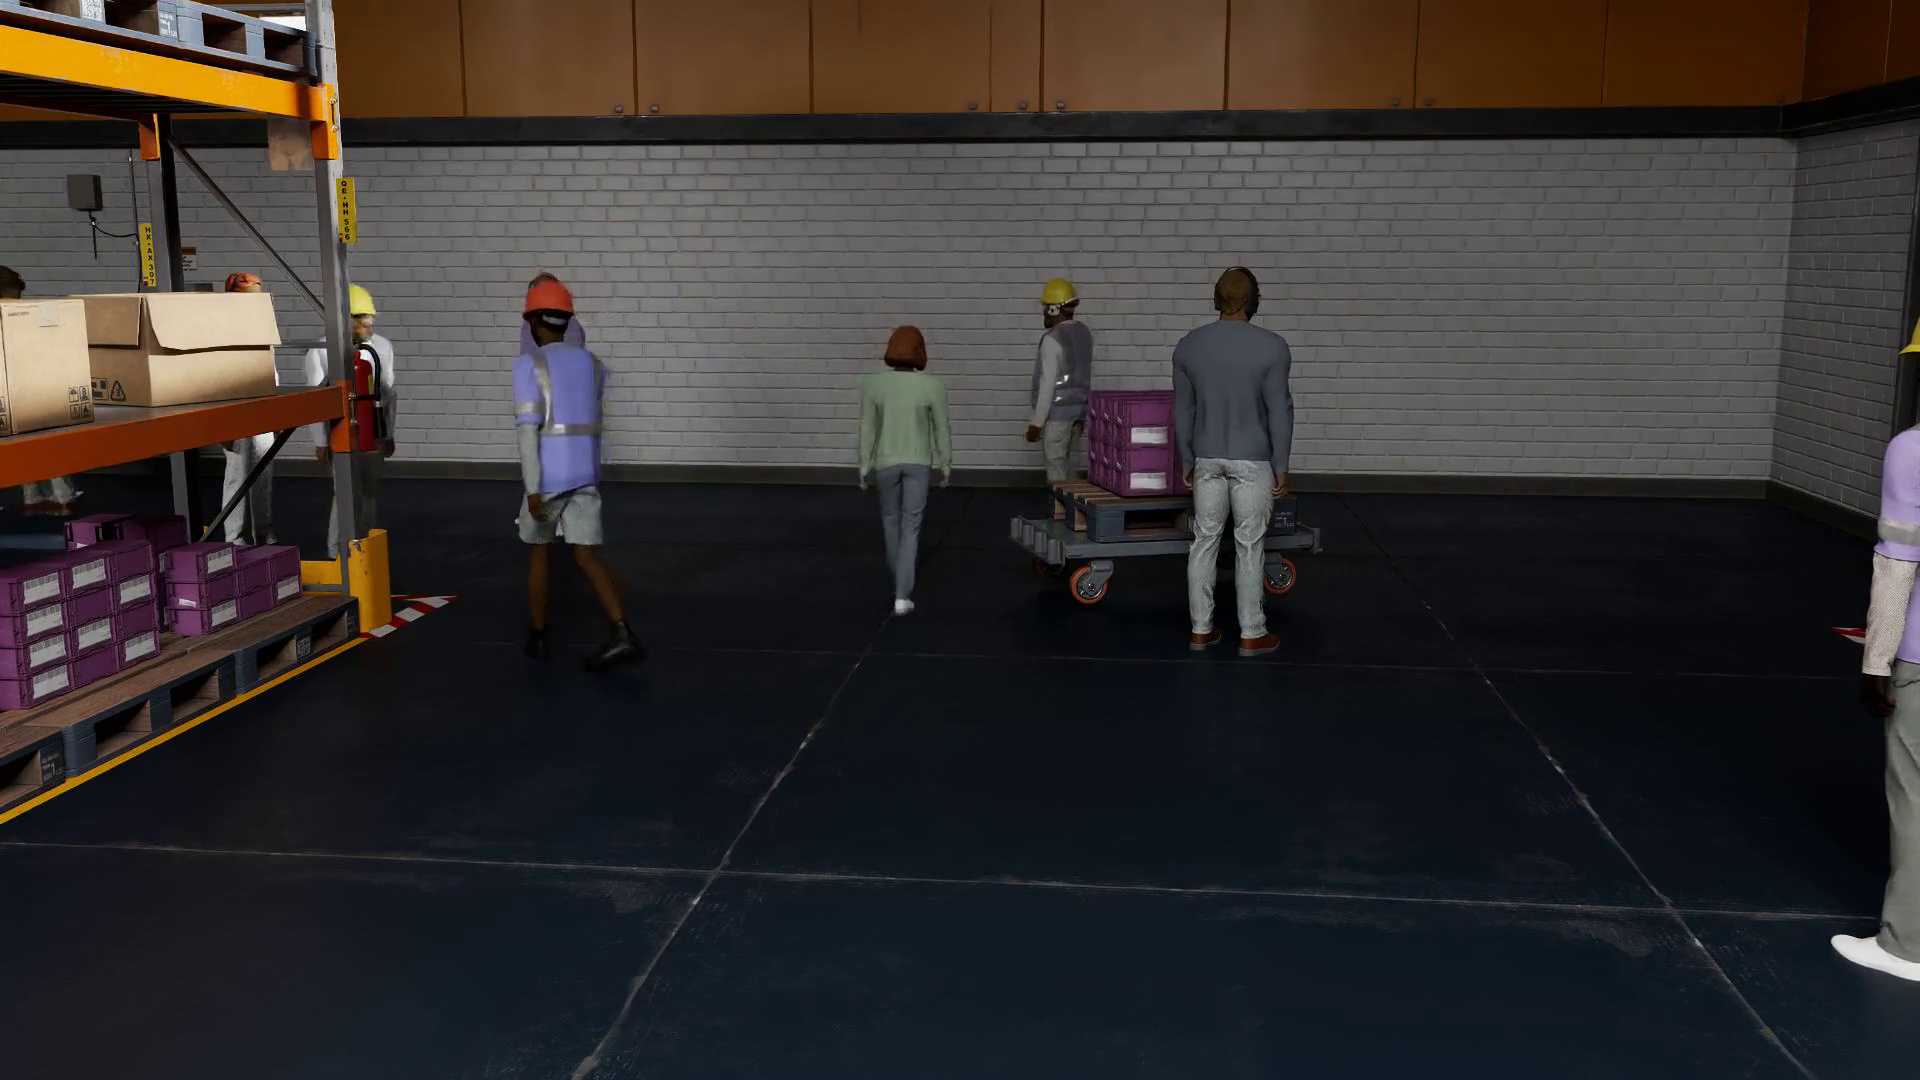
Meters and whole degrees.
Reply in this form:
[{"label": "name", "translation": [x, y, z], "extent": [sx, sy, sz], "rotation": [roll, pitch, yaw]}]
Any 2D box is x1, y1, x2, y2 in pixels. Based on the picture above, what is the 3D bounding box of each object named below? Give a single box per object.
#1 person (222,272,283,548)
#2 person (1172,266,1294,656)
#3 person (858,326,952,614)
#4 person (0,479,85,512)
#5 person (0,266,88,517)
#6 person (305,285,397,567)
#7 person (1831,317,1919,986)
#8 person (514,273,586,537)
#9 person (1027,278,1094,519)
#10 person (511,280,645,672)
[{"label": "person", "translation": [-4.569, -0.767, 10.677], "extent": [0.346, 1.878, 0.579], "rotation": [3, 10, 15]}, {"label": "person", "translation": [1.363, -0.387, 8.320], "extent": [0.632, 1.940, 0.372], "rotation": [6, 12, 31]}, {"label": "person", "translation": [-0.298, -0.417, 9.491], "extent": [0.513, 1.583, 0.845], "rotation": [2, 10, 11]}, {"label": "person", "translation": [-7.329, -1.143, 12.807], "extent": [0.847, 1.888, 0.597], "rotation": [0, 10, -3]}, {"label": "person", "translation": [-7.034, -1.100, 12.559], "extent": [0.708, 1.893, 0.435], "rotation": [4, 11, 19]}, {"label": "person", "translation": [-3.744, -0.669, 10.337], "extent": [0.461, 1.808, 0.599], "rotation": [7, 12, 36]}, {"label": "person", "translation": [2.736, 0.272, 4.617], "extent": [0.592, 1.919, 0.398], "rotation": [-3, 10, -16]}, {"label": "person", "translation": [-2.910, -0.948, 11.745], "extent": [0.413, 1.867, 0.749], "rotation": [-9, 13, -42]}, {"label": "person", "translation": [0.682, -0.875, 11.419], "extent": [0.403, 1.834, 0.592], "rotation": [5, 11, 29]}, {"label": "person", "translation": [-1.871, -0.302, 8.023], "extent": [0.551, 1.887, 0.820], "rotation": [-9, 14, -43]}]
